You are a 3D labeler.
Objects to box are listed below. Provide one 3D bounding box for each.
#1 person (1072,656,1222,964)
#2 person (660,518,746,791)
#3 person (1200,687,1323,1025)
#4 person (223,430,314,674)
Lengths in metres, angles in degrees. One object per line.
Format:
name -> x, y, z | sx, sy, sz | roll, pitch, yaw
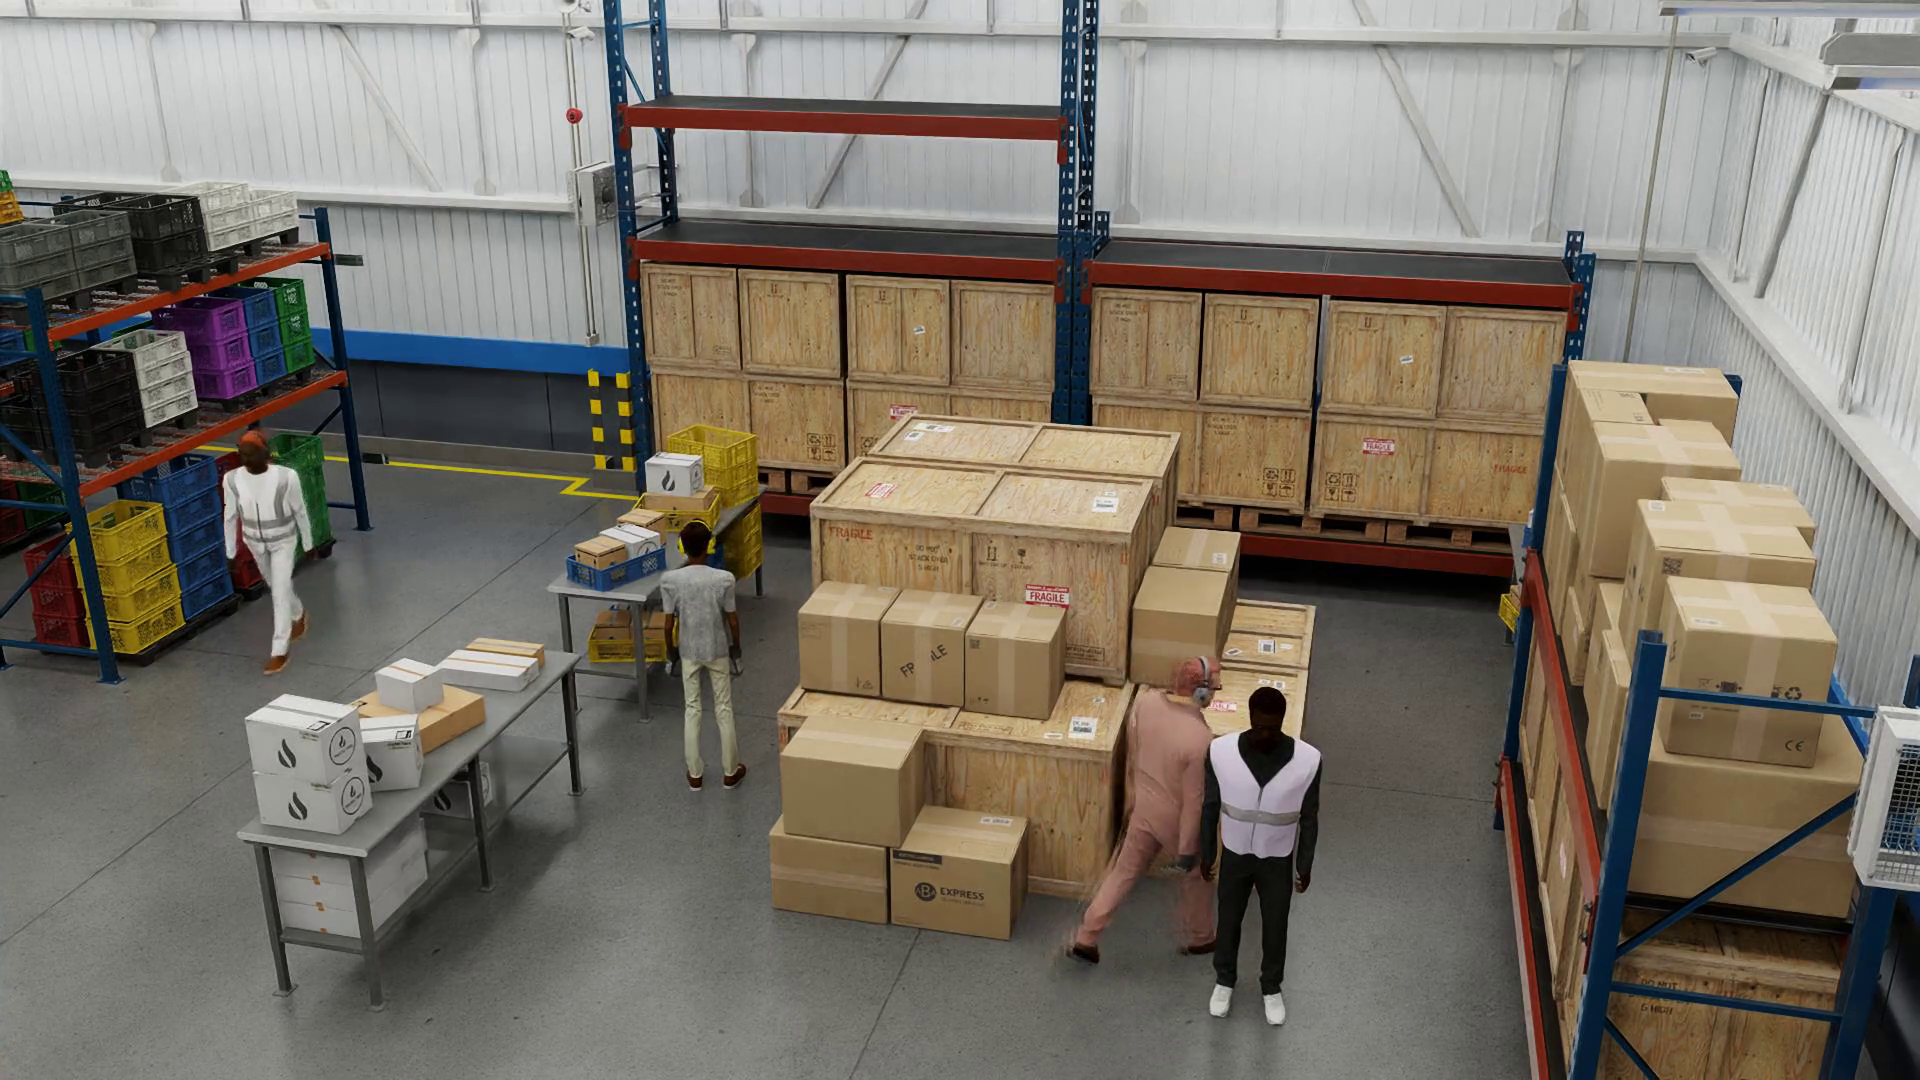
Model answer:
person -> 1.074, 1.477, 8.945 | 0.988, 1.855, 0.677 | -11, 23, -26
person -> -1.662, 0.753, 10.824 | 0.510, 1.865, 0.329 | -1, 21, -2
person -> 1.527, 1.599, 8.555 | 0.591, 1.910, 0.389 | 4, 21, 10
person -> -5.284, 0.014, 12.785 | 0.588, 1.850, 0.935 | 0, 21, 1
